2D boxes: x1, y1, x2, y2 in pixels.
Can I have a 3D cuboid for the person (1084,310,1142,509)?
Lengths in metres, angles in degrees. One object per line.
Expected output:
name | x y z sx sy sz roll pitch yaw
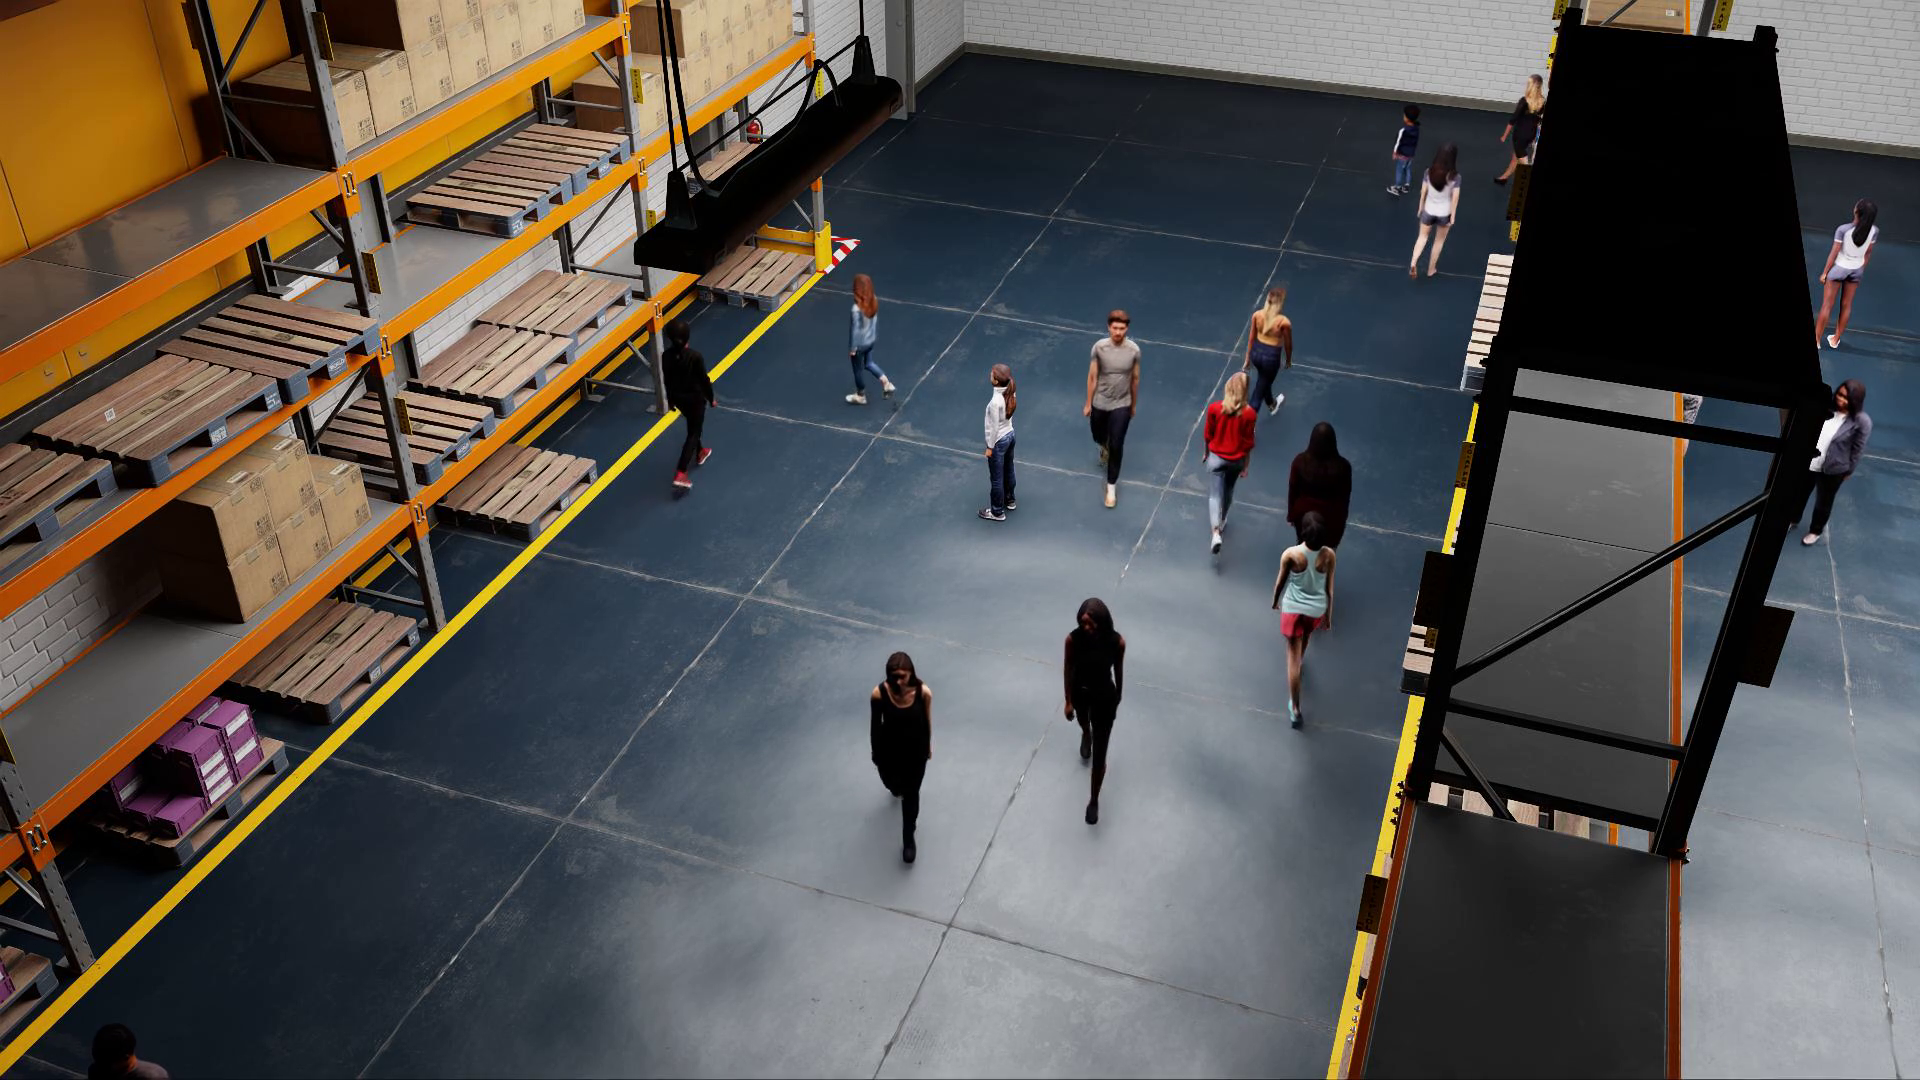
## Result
person | 1.409 -1.316 15.570 0.797 1.870 1.202 5 34 7

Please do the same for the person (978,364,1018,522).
person | 0.378 -0.914 15.247 0.627 1.559 0.513 19 38 26

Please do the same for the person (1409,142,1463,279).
person | 5.569 -3.821 19.502 0.693 1.691 0.927 19 38 26

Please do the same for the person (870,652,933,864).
person | -0.406 1.409 11.654 0.848 1.669 1.097 -2 34 -3

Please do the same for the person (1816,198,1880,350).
person | 9.619 -2.900 18.088 0.685 1.722 0.685 0 34 -1

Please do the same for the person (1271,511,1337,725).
person | 2.640 0.625 12.788 0.826 1.718 1.228 3 34 4

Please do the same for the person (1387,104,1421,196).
person | 5.893 -5.134 21.900 0.613 1.223 0.689 -19 38 -26

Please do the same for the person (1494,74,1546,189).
person | 7.356 -5.147 21.560 1.041 1.621 1.084 -16 37 -22

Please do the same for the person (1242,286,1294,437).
person | 2.973 -1.690 16.389 0.869 1.588 1.183 25 41 33

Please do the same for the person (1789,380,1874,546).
person | 7.772 -0.718 14.918 0.846 1.598 0.799 -19 38 -26

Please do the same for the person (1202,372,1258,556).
person | 2.352 -0.655 14.756 0.755 1.672 1.115 4 34 7

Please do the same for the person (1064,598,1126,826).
person | 0.946 1.100 12.108 0.774 1.681 1.315 3 34 5

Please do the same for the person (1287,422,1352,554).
person | 2.969 -0.132 13.922 0.733 1.724 1.063 16 37 23

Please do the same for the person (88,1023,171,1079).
person | -4.305 3.192 8.883 0.646 1.766 0.527 10 35 15

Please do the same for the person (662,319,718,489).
person | -2.583 -1.269 15.708 0.609 1.641 1.080 13 36 19

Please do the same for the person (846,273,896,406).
person | -0.929 -2.019 16.994 0.678 1.466 0.725 15 36 21
